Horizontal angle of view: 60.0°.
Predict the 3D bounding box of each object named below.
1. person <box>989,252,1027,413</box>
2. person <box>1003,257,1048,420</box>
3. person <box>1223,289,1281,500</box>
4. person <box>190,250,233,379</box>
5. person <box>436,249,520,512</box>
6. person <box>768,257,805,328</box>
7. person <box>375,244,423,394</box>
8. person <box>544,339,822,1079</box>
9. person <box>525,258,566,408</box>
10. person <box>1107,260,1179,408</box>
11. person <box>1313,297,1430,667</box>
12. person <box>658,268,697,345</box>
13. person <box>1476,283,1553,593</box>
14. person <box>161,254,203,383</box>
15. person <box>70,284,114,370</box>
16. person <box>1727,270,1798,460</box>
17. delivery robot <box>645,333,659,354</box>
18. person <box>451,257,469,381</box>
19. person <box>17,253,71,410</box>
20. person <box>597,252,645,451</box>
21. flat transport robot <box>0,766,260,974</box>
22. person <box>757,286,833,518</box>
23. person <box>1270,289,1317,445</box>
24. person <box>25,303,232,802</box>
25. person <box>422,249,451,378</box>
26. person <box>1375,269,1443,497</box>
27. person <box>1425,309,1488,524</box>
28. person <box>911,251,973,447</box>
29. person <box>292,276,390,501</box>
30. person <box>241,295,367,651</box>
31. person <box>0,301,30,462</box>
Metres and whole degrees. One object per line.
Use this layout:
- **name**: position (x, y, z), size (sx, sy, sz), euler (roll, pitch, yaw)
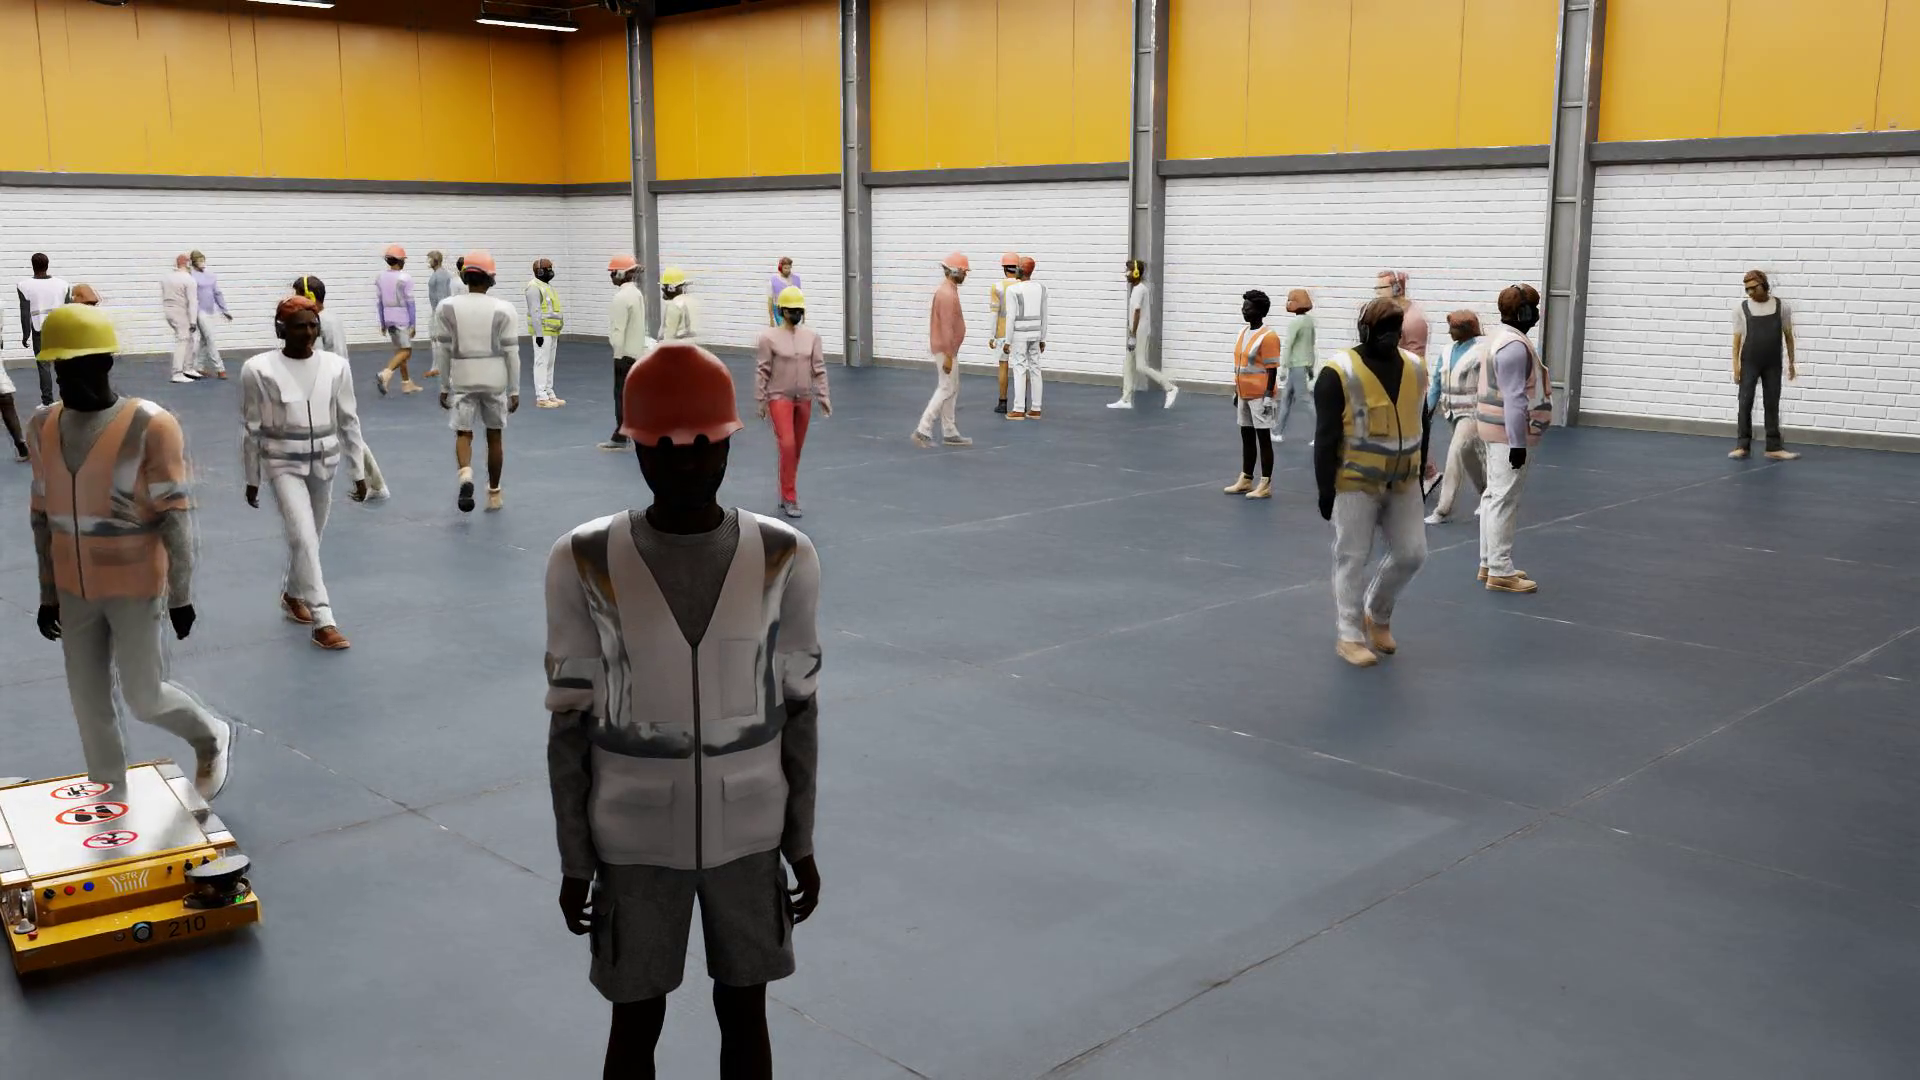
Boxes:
- **person**: position (0.611, -2.487, 19.992), size (0.552, 1.934, 0.364), euler (-2, 11, -13)
- **person**: position (0.756, -2.330, 19.272), size (0.584, 1.884, 0.346), euler (-7, 12, -34)
- **person**: position (2.392, -1.178, 13.505), size (0.322, 1.697, 0.533), euler (-4, 11, -22)
- **person**: position (-11.218, -3.341, 24.730), size (0.681, 1.902, 0.688), euler (2, 11, 11)
- **person**: position (-3.656, -1.186, 12.638), size (0.629, 2.028, 0.687), euler (-2, 11, -8)
- **person**: position (-2.694, -3.424, 25.434), size (0.641, 1.810, 0.650), euler (-8, 13, -37)
- **person**: position (-7.510, -2.915, 22.111), size (0.609, 2.029, 0.778), euler (5, 11, 25)
- **person**: position (-0.527, 0.576, 3.282), size (0.543, 1.939, 0.356), euler (-3, 11, -16)
- **person**: position (-5.150, -2.572, 20.709), size (0.429, 1.846, 0.625), euler (1, 10, 4)
- **person**: position (2.257, -2.510, 20.391), size (0.805, 1.844, 0.526), euler (1, 10, 4)
- **person**: position (2.048, -0.278, 8.224), size (0.656, 1.830, 0.448), euler (-3, 11, -17)
- **person**: position (-3.041, -2.006, 17.790), size (0.925, 1.783, 0.613), euler (0, 10, 1)
- **person**: position (3.337, -0.617, 10.040), size (0.429, 1.845, 0.633), euler (2, 11, 9)
- **person**: position (-11.393, -3.242, 24.352), size (0.660, 1.848, 0.757), euler (5, 12, 27)
- **person**: position (-9.369, -1.917, 17.757), size (0.740, 1.600, 0.529), euler (1, 10, 4)
- **person**: position (7.664, -1.639, 15.748), size (0.703, 1.814, 0.354), euler (3, 11, 16)
- **delivery robot**: position (-5.028, -3.077, 26.720), size (0.707, 0.478, 0.477), euler (7, 13, 34)
- **person**: position (-6.604, -2.885, 22.385), size (0.396, 1.856, 0.528), euler (-5, 11, -24)
- **person**: position (-11.155, -2.542, 20.336), size (0.398, 1.920, 0.590), euler (10, 14, 43)
- **person**: position (-3.201, -1.833, 16.337), size (0.771, 1.970, 0.624), euler (1, 10, 5)
- **flat transport robot**: position (-2.819, 1.010, 5.465), size (0.652, 0.197, 1.431), euler (-7, 13, -35)
- **person**: position (-1.236, -1.048, 12.662), size (0.532, 1.740, 0.724), euler (-7, 13, -34)
- **person**: position (3.473, -1.767, 16.998), size (0.832, 1.593, 0.510), euler (7, 13, 34)
- **person**: position (-2.927, 0.126, 5.822), size (0.589, 1.909, 0.645), euler (2, 11, 12)
- **person**: position (-7.716, -3.394, 24.973), size (0.722, 1.923, 0.629), euler (-5, 12, -26)
- **person**: position (3.468, -1.202, 13.148), size (0.917, 1.872, 0.655), euler (-3, 11, -14)
- **person**: position (3.812, -0.931, 12.465), size (0.857, 1.603, 0.498), euler (-4, 11, -20)
- **person**: position (-0.146, -1.917, 16.813), size (0.516, 2.003, 0.642), euler (0, 10, -2)
- **person**: position (-4.908, -1.136, 12.978), size (0.536, 1.820, 0.746), euler (1, 10, 5)
- **person**: position (-3.501, -0.385, 8.840), size (1.006, 1.836, 0.585), euler (10, 15, 44)
- **person**: position (-9.190, -1.669, 15.630), size (1.040, 1.901, 0.601), euler (5, 11, 24)
